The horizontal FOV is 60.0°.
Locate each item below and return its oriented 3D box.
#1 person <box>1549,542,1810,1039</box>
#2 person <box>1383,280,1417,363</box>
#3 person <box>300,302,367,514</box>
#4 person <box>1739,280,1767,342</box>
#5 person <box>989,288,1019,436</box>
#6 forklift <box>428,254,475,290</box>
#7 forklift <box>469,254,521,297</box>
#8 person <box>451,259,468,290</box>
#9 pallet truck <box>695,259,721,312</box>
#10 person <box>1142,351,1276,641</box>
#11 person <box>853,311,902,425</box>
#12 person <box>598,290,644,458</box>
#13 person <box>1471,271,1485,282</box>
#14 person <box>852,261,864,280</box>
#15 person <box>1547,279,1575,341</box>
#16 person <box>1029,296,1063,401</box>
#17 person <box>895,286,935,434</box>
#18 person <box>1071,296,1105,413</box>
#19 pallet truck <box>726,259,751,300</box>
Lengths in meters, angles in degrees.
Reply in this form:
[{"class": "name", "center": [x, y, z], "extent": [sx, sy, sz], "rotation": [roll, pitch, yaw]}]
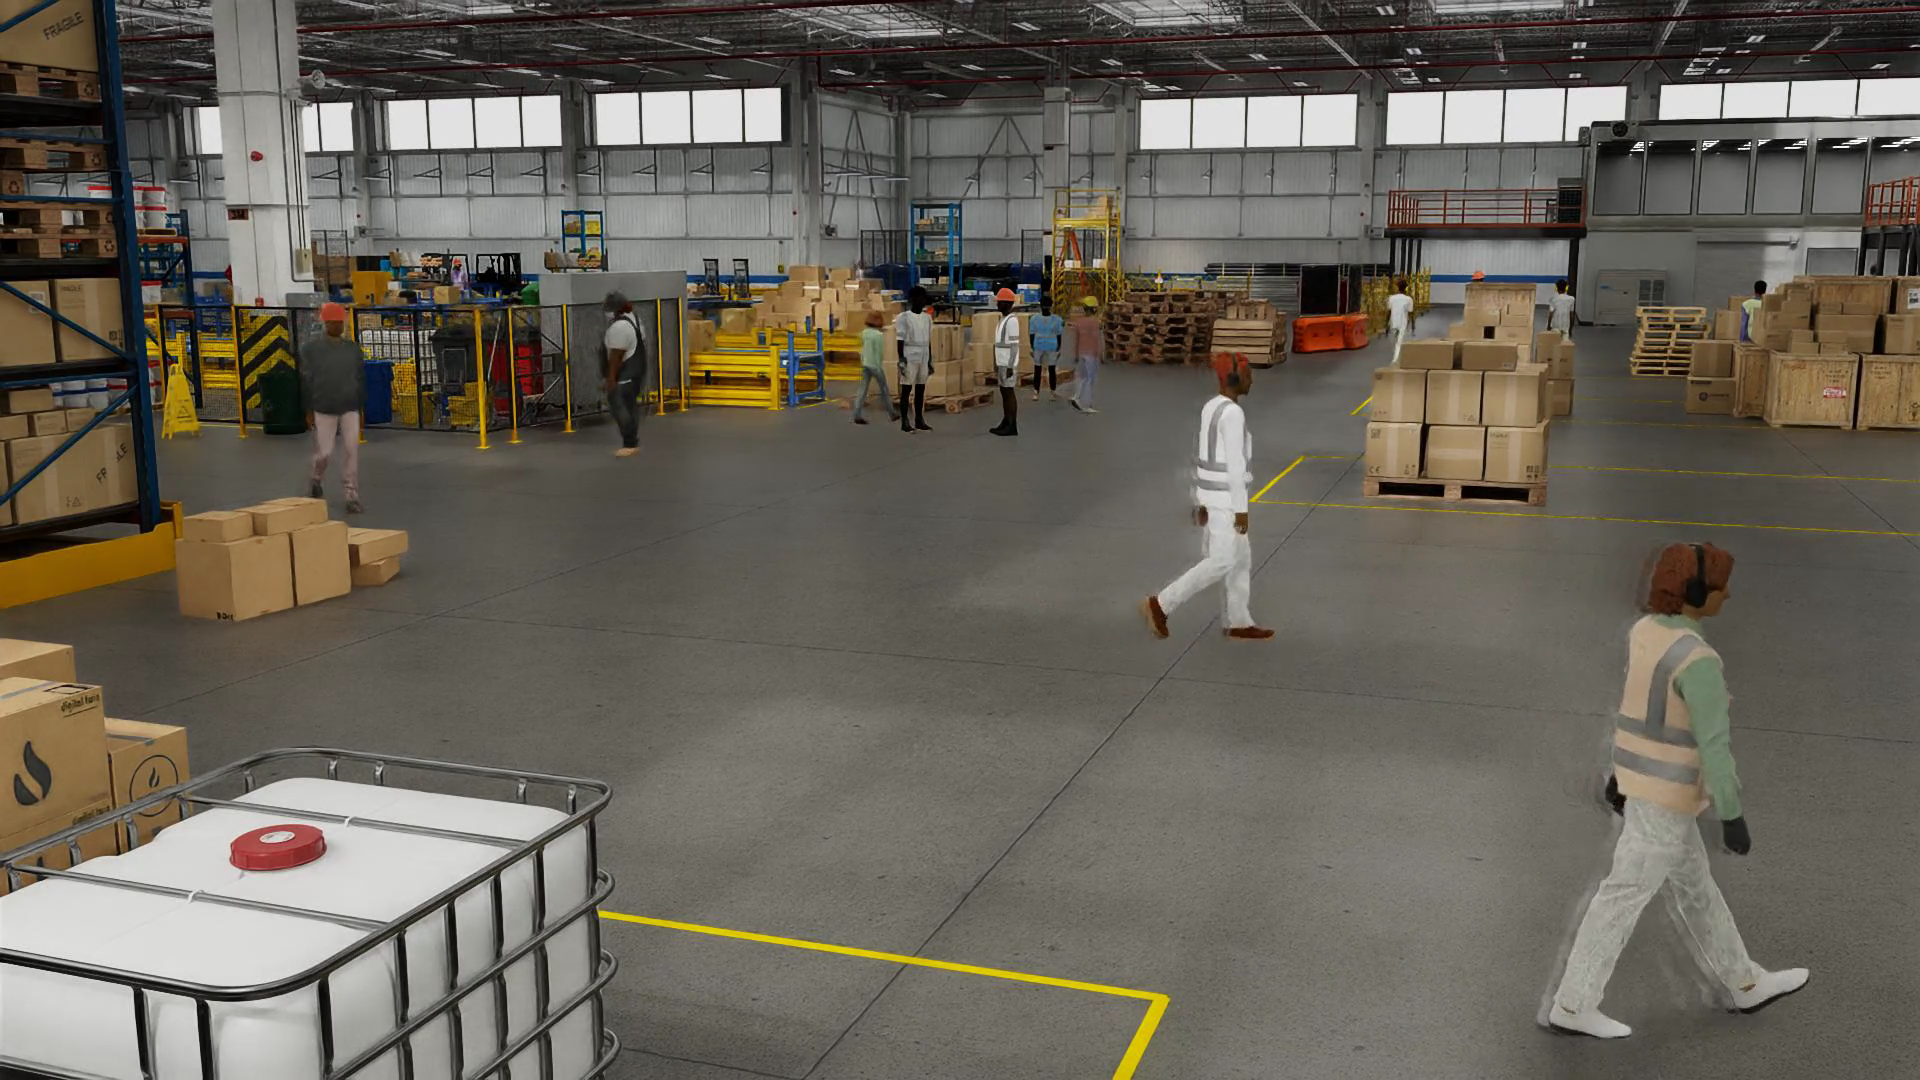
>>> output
[{"class": "person", "center": [2.291, 0.799, 5.199], "extent": [0.882, 1.588, 0.529], "rotation": [1, 10, 5]}, {"class": "person", "center": [8.508, -4.070, 31.969], "extent": [0.571, 1.818, 0.941], "rotation": [9, 13, 41]}, {"class": "person", "center": [-5.873, -1.243, 15.602], "extent": [0.628, 1.981, 0.650], "rotation": [-9, 14, -42]}, {"class": "person", "center": [13.179, -3.319, 27.482], "extent": [0.591, 1.914, 0.383], "rotation": [1, 10, 5]}, {"class": "person", "center": [0.593, -2.341, 21.897], "extent": [0.342, 1.941, 0.551], "rotation": [-3, 10, -15]}, {"class": "forklift", "center": [-20.133, -10.254, 65.465], "extent": [1.157, 1.987, 2.680], "rotation": [3, 11, 19]}, {"class": "forklift", "center": [-17.990, -10.121, 64.684], "extent": [1.157, 1.987, 2.680], "rotation": [3, 11, 17]}, {"class": "person", "center": [-16.504, -8.225, 54.748], "extent": [0.616, 2.041, 0.378], "rotation": [0, 10, 1]}, {"class": "pallet truck", "center": [-9.165, -9.627, 62.776], "extent": [0.823, 1.965, 1.885], "rotation": [4, 11, 23]}, {"class": "person", "center": [1.573, -0.250, 10.376], "extent": [0.804, 1.857, 0.581], "rotation": [0, 10, -1]}, {"class": "person", "center": [-1.159, -2.402, 23.216], "extent": [0.842, 1.580, 0.519], "rotation": [-8, 13, -37]}, {"class": "person", "center": [-4.026, -1.995, 19.673], "extent": [0.539, 2.000, 0.767], "rotation": [2, 10, 9]}, {"class": "person", "center": [11.561, -5.034, 37.125], "extent": [0.398, 1.928, 0.541], "rotation": [4, 11, 20]}, {"class": "person", "center": [-3.874, -9.388, 61.752], "extent": [0.426, 1.889, 0.650], "rotation": [-7, 12, -35]}, {"class": "person", "center": [11.227, -3.940, 31.126], "extent": [0.518, 1.865, 0.326], "rotation": [0, 10, -1]}, {"class": "person", "center": [1.374, -3.062, 26.680], "extent": [0.536, 1.693, 0.320], "rotation": [1, 10, 8]}, {"class": "person", "center": [-0.589, -2.404, 22.200], "extent": [0.604, 1.960, 0.369], "rotation": [-9, 14, -43]}, {"class": "person", "center": [1.944, -2.751, 24.747], "extent": [0.363, 1.755, 0.530], "rotation": [-5, 11, -27]}, {"class": "pallet truck", "center": [-7.986, -9.493, 62.019], "extent": [0.823, 1.965, 1.885], "rotation": [3, 11, 17]}]
